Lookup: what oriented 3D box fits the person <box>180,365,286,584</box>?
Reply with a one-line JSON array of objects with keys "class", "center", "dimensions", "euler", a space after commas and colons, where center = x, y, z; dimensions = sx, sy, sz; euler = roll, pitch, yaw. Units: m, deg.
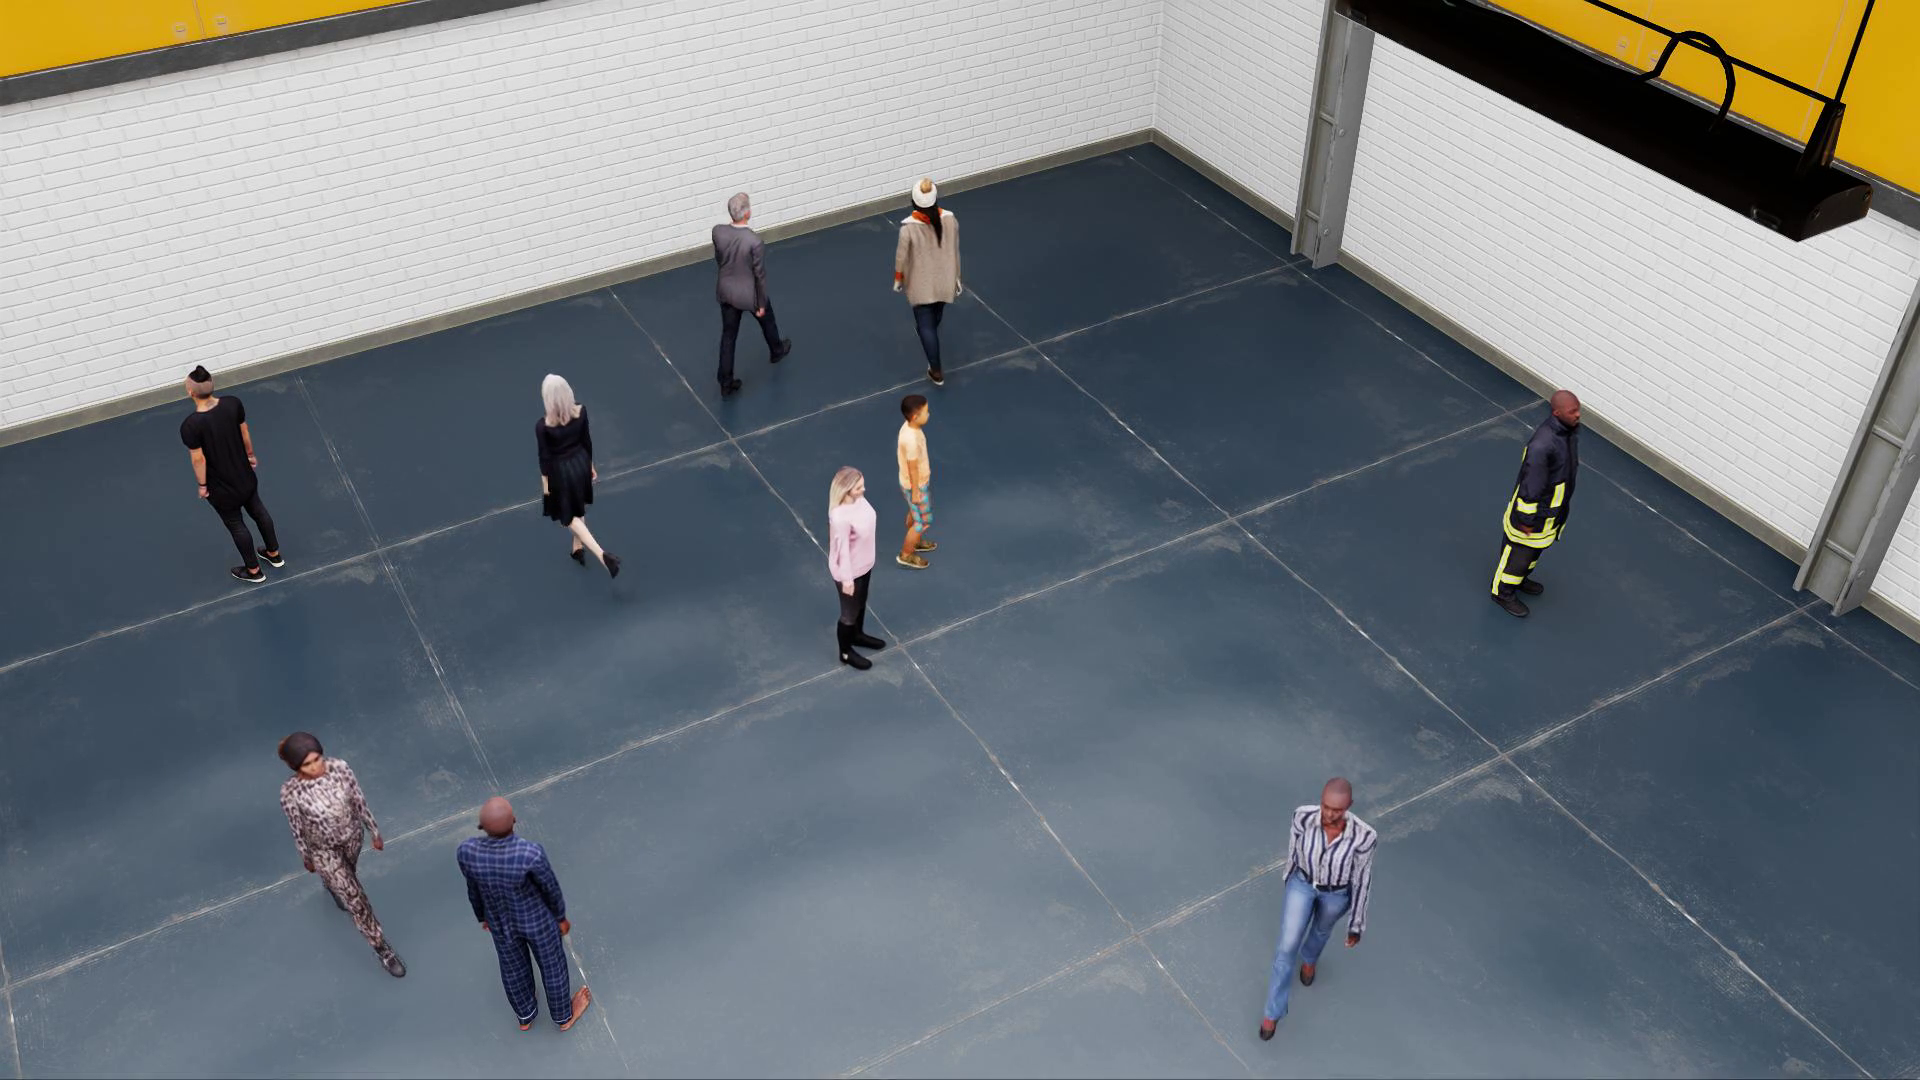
[{"class": "person", "center": [-5.357, -0.504, 12.175], "dimensions": [0.787, 1.865, 0.776], "euler": [17, 42, 20]}]

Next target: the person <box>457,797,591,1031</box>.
[{"class": "person", "center": [-2.382, 2.038, 9.030], "dimensions": [0.764, 1.817, 0.790], "euler": [3, 39, 3]}]

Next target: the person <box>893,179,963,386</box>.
[{"class": "person", "center": [-0.238, -2.202, 14.317], "dimensions": [0.840, 1.844, 1.206], "euler": [-13, 40, -15]}]

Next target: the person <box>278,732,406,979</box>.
[{"class": "person", "center": [-3.611, 1.705, 9.560], "dimensions": [0.768, 1.675, 1.188], "euler": [-31, 48, -33]}]

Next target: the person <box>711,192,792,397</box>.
[{"class": "person", "center": [-1.898, -2.063, 14.188], "dimensions": [1.235, 1.788, 1.232], "euler": [14, 41, 17]}]

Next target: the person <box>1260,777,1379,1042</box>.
[{"class": "person", "center": [2.023, 1.900, 9.243], "dimensions": [1.056, 1.767, 1.084], "euler": [12, 40, 14]}]

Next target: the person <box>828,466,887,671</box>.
[{"class": "person", "center": [-0.761, 0.168, 11.477], "dimensions": [0.747, 1.685, 0.689], "euler": [10, 40, 12]}]

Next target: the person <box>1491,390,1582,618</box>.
[{"class": "person", "center": [4.158, -0.306, 11.960], "dimensions": [0.809, 1.822, 0.838], "euler": [27, 46, 30]}]

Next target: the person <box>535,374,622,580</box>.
[{"class": "person", "center": [-2.812, -0.413, 12.168], "dimensions": [1.052, 1.731, 0.779], "euler": [32, 48, 33]}]

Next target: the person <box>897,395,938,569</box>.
[{"class": "person", "center": [-0.357, -0.437, 12.416], "dimensions": [0.699, 1.458, 0.604], "euler": [-1, 39, -1]}]
